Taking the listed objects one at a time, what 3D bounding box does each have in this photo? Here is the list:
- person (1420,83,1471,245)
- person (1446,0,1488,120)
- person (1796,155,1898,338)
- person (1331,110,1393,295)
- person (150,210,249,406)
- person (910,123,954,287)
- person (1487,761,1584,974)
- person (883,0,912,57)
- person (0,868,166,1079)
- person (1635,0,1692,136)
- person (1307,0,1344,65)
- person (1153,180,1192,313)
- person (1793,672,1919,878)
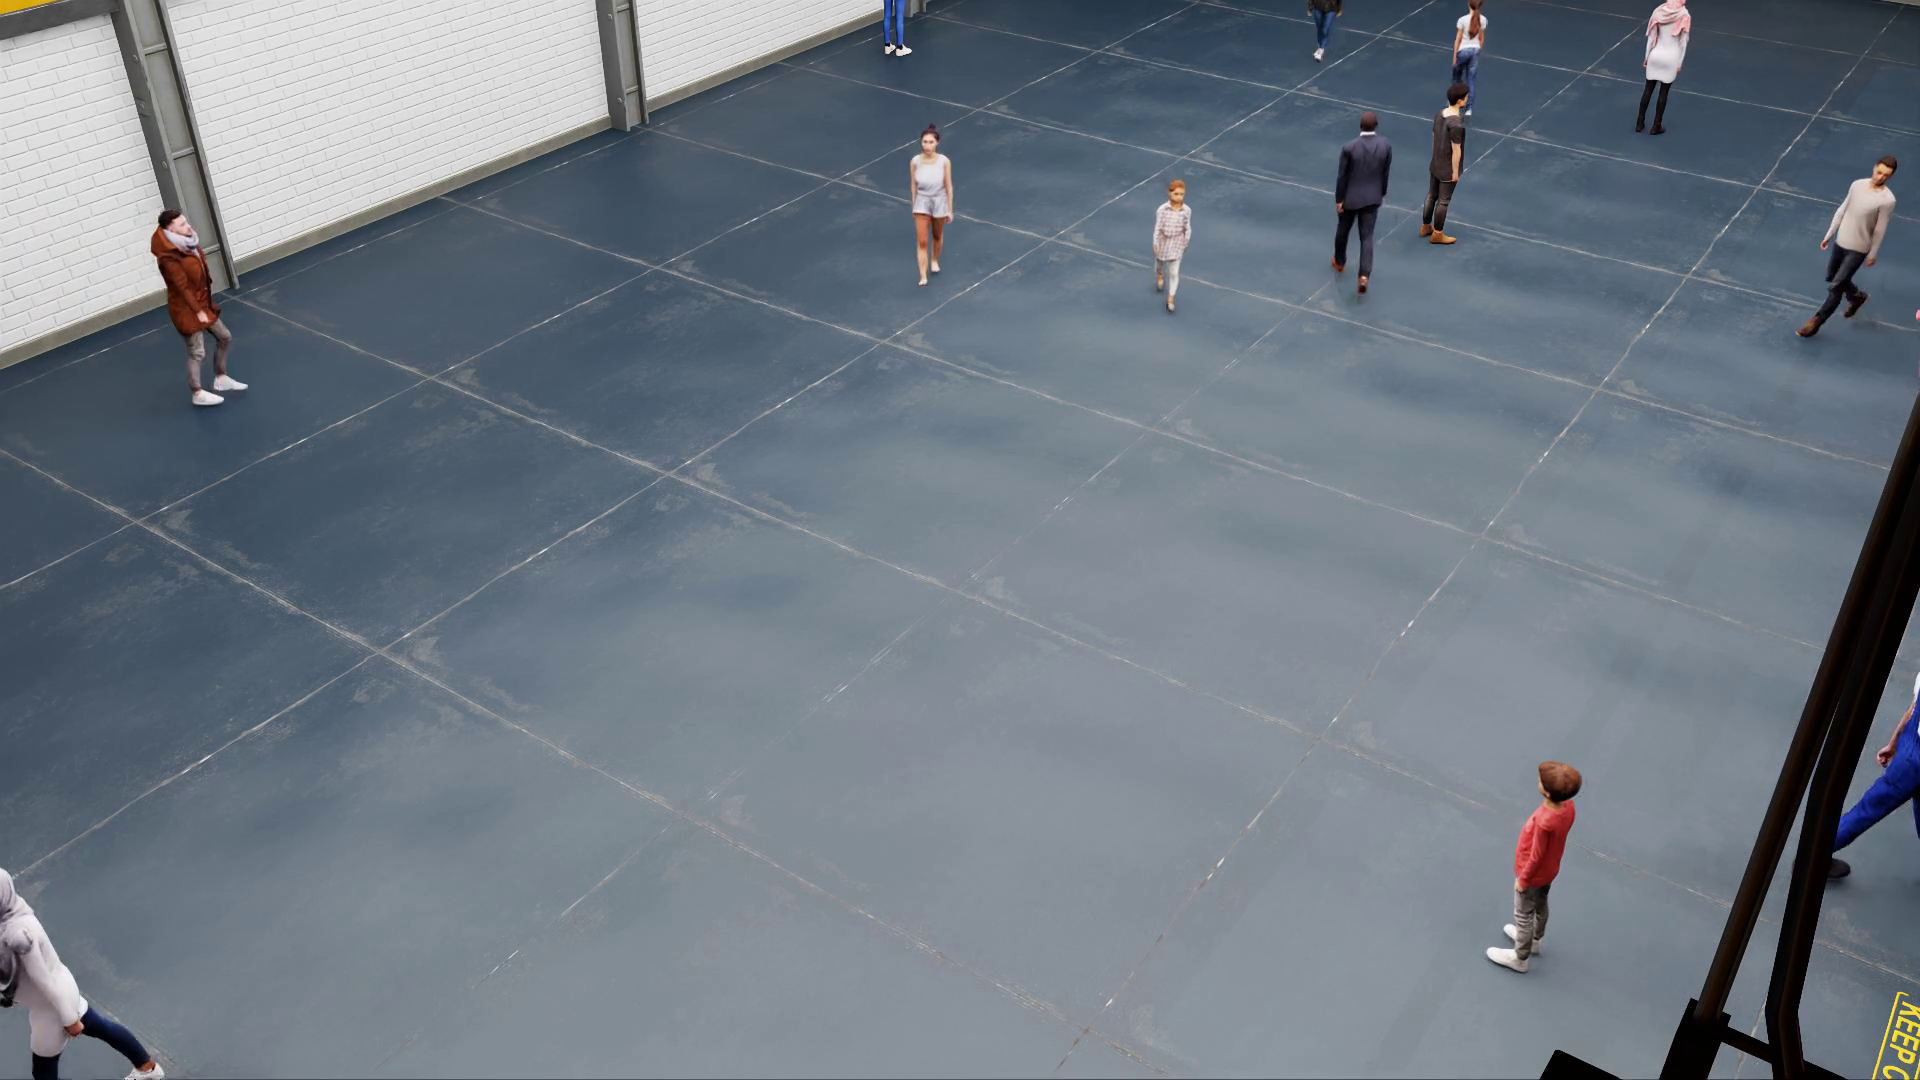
[{"bbox_3d":[5.150,-4.003,17.648,0.750,1.717,0.709,-9,35,-13],"label":"person"},{"bbox_3d":[6.414,-6.065,20.922,0.929,1.526,1.133,1,34,2],"label":"person"},{"bbox_3d":[8.479,-2.773,15.690,1.175,1.835,1.023,-12,35,-17],"label":"person"},{"bbox_3d":[4.024,-3.361,16.607,1.064,1.799,1.283,3,34,5],"label":"person"},{"bbox_3d":[-6.815,-2.017,14.569,0.899,1.818,0.828,-2,34,-3],"label":"person"},{"bbox_3d":[-0.280,-3.427,16.906,0.929,1.578,1.082,0,34,0],"label":"person"},{"bbox_3d":[3.206,1.799,9.190,0.603,1.417,0.435,27,42,34],"label":"person"},{"bbox_3d":[-0.923,-7.633,23.062,0.644,1.769,0.526,21,39,28],"label":"person"},{"bbox_3d":[-4.409,2.241,8.241,1.164,1.730,0.838,-24,41,-32],"label":"person"},{"bbox_3d":[8.639,-5.893,20.412,0.636,1.804,0.599,24,40,31],"label":"person"},{"bbox_3d":[5.053,-7.344,22.918,0.673,1.446,0.961,15,36,21],"label":"person"},{"bbox_3d":[2.068,-2.960,16.458,0.811,1.296,0.959,1,34,1],"label":"person"},{"bbox_3d":[5.394,1.315,9.576,1.077,1.795,1.302,6,34,9],"label":"person"}]
